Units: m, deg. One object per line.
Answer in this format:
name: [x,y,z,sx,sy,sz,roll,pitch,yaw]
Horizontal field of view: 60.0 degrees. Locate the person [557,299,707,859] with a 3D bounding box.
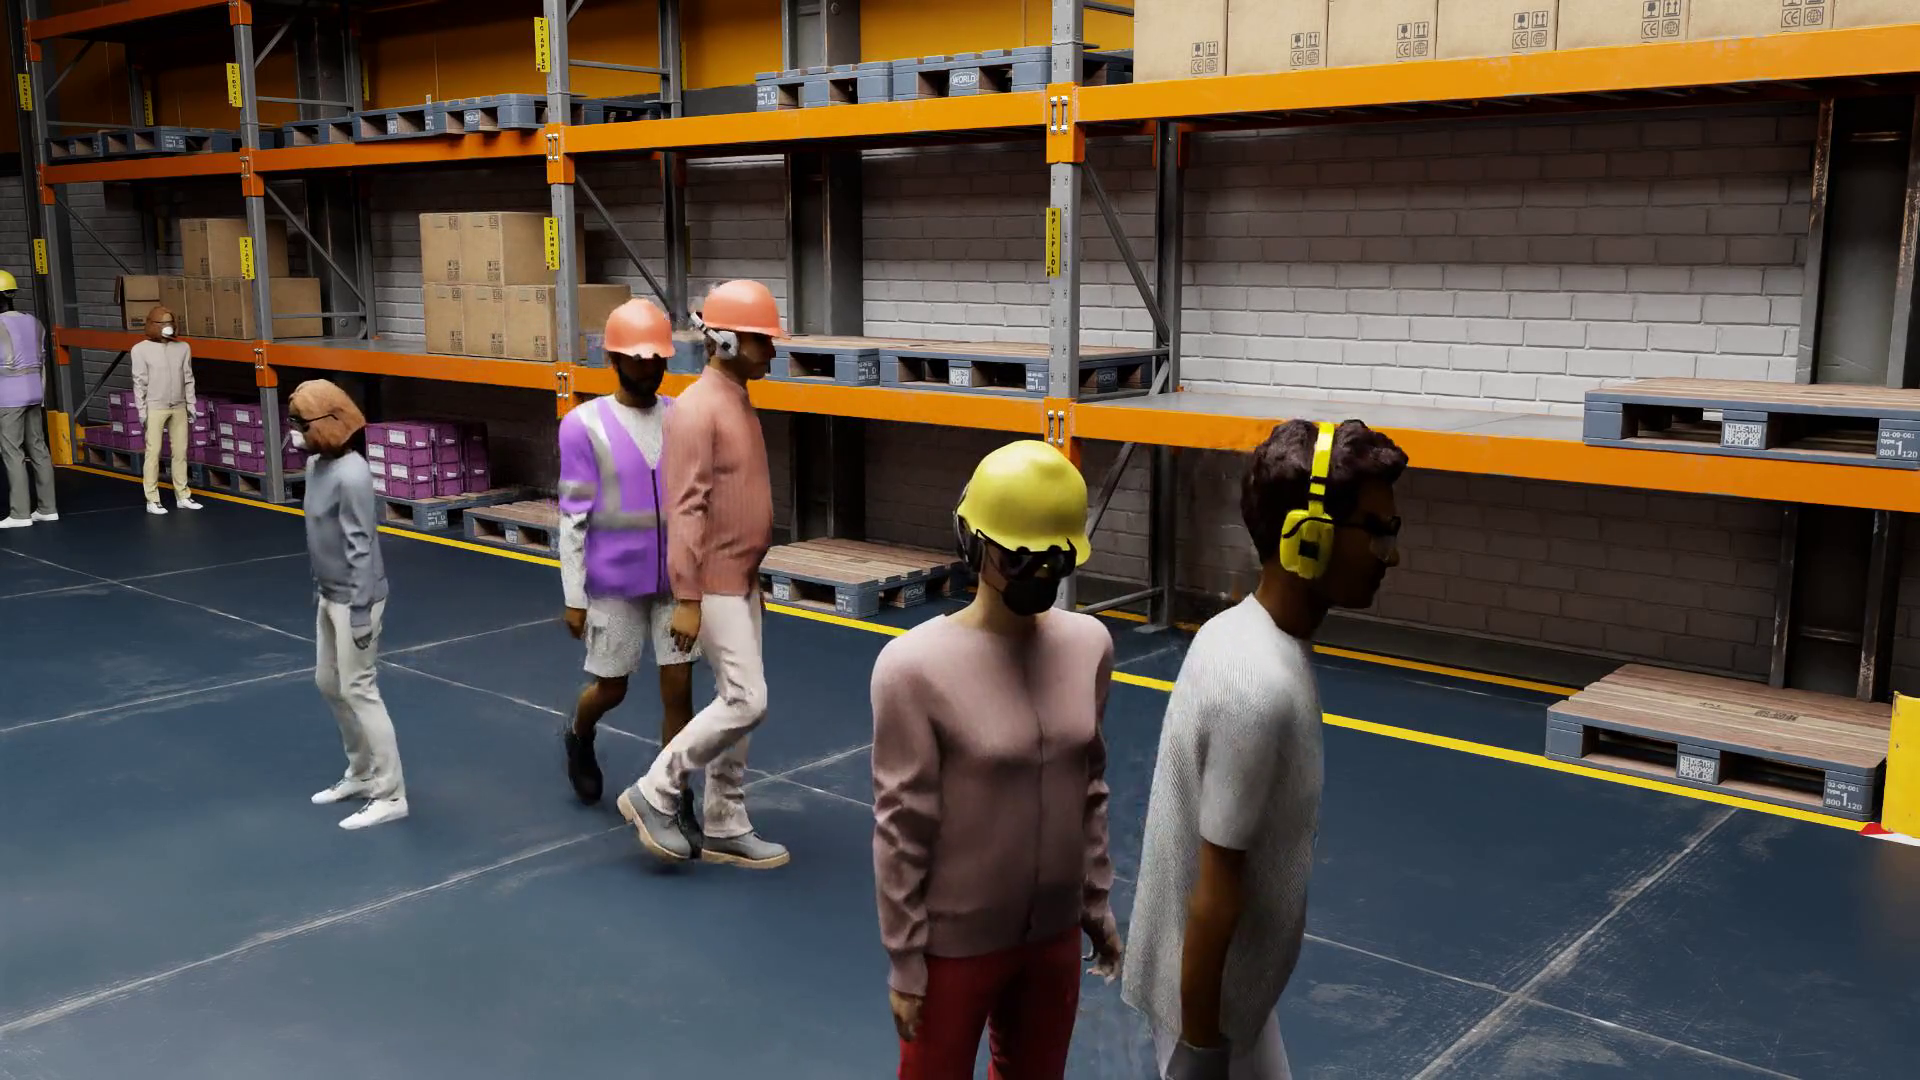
person: [-1.159,0.111,5.848,0.553,1.912,0.819,-7,12,-34]

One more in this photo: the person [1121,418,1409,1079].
person: [0.313,0.719,2.574,0.671,1.837,0.553,2,10,14]

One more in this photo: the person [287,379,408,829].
person: [-2.230,0.224,6.019,0.299,1.617,0.523,-7,12,-35]

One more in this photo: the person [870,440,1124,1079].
person: [0.082,0.697,2.923,0.523,1.759,0.335,-7,12,-37]

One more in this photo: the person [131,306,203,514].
person: [-6.238,-1.018,13.068,0.285,1.626,0.494,6,12,32]

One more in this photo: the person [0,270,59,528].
person: [-7.062,-1.049,12.411,0.397,1.918,0.588,2,10,11]

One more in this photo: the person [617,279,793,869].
person: [-0.793,0.133,5.512,0.510,1.972,0.630,1,10,7]
